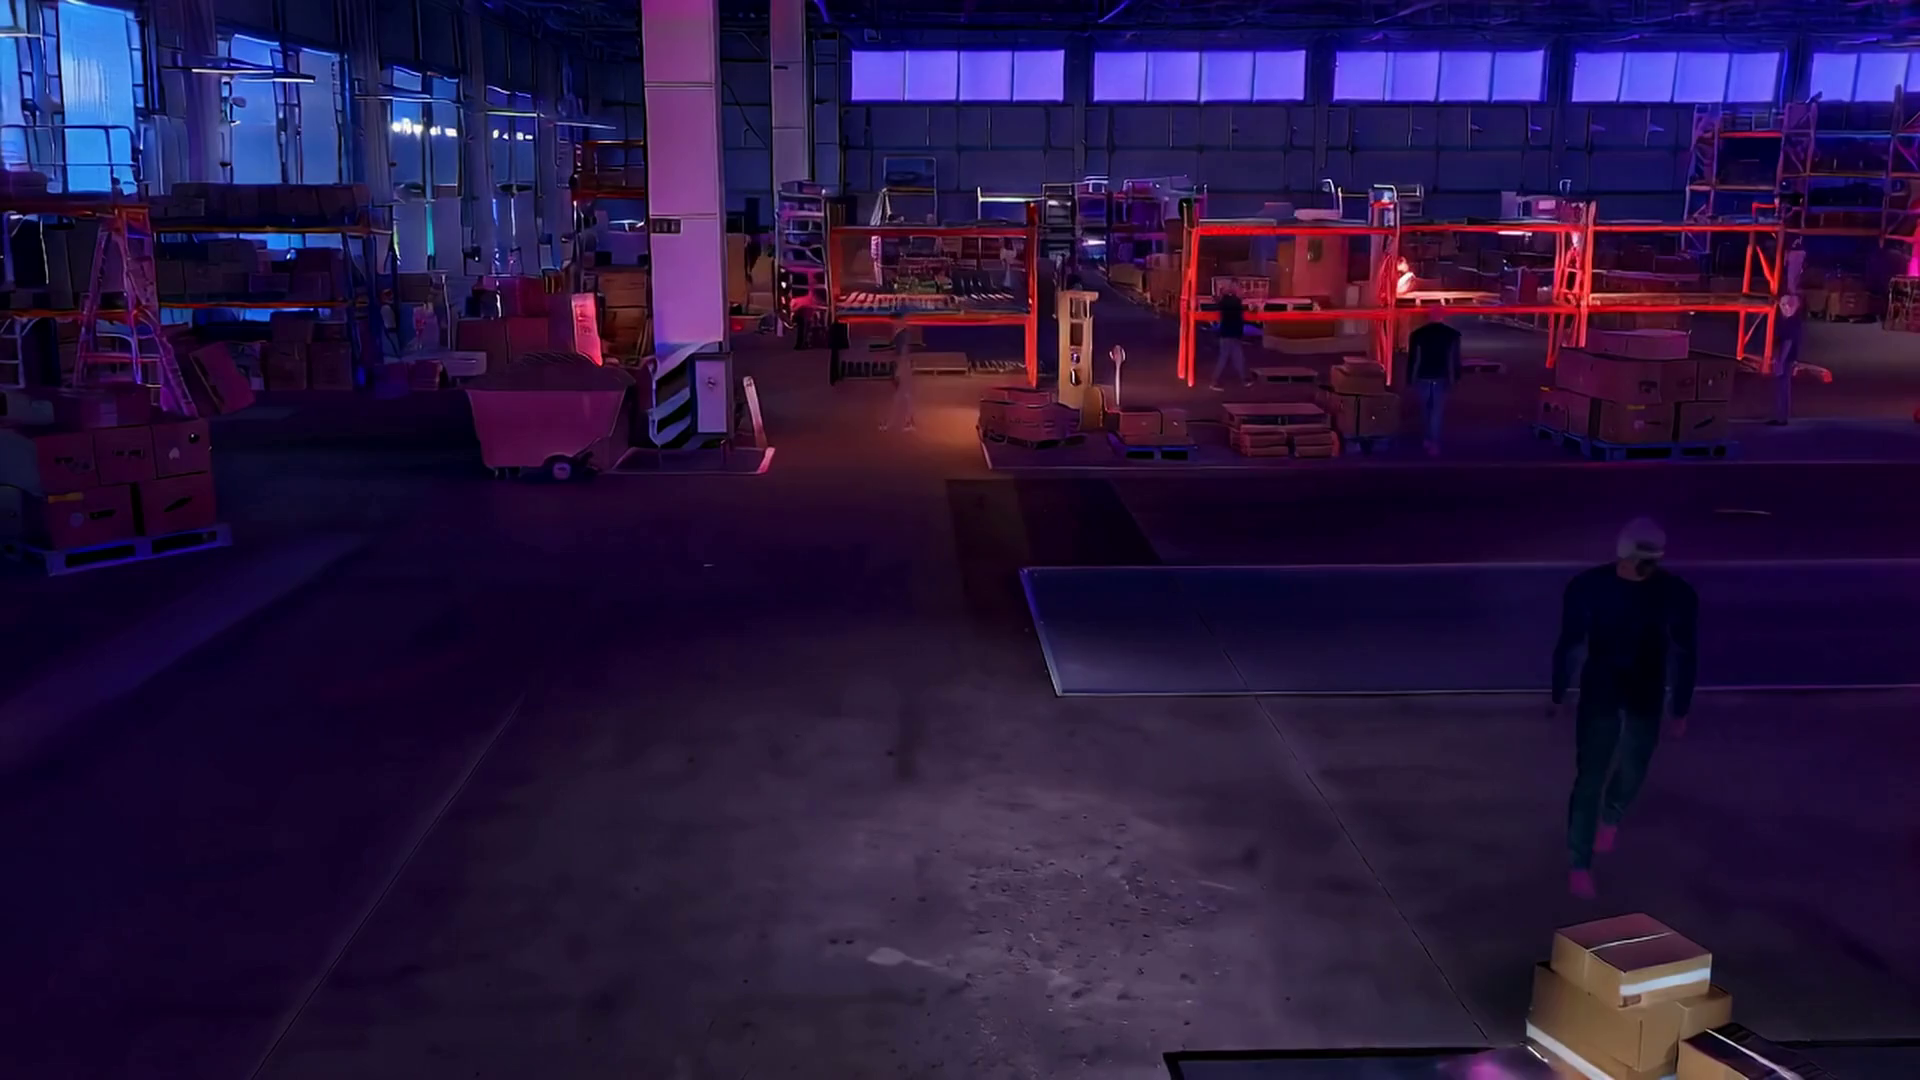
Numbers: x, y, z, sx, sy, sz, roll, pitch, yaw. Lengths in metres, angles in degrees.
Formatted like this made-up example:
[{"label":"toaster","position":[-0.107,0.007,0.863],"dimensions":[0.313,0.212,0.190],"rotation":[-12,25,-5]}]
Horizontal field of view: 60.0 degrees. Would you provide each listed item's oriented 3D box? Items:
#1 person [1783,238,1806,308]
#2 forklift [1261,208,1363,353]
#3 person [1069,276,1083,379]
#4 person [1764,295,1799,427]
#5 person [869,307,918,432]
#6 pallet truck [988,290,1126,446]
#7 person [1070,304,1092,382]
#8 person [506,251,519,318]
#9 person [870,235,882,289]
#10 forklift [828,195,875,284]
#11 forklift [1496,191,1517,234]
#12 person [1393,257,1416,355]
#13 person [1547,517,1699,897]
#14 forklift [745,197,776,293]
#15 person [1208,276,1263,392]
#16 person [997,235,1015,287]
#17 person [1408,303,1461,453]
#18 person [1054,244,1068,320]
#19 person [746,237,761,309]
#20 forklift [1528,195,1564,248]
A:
[{"label":"person","position":[21.796,-6.956,43.456],"dimensions":[0.386,1.856,0.557],"rotation":[-9,16,-37]},{"label":"forklift","position":[7.061,-5.210,33.243],"dimensions":[1.873,2.768,1.129],"rotation":[-9,15,-36]},{"label":"person","position":[1.968,-3.624,28.538],"dimensions":[0.432,1.815,0.761],"rotation":[1,13,4]},{"label":"person","position":[11.615,-2.509,23.421],"dimensions":[0.327,1.851,0.629],"rotation":[6,14,27]},{"label":"person","position":[-0.927,-2.331,22.908],"dimensions":[0.768,1.716,0.491],"rotation":[-3,13,-13]},{"label":"pallet truck","position":[1.257,-2.299,22.111],"dimensions":[1.885,1.965,0.823],"rotation":[-9,15,-35]},{"label":"person","position":[1.743,-2.575,24.063],"dimensions":[0.324,1.688,0.530],"rotation":[-2,13,-8]},{"label":"person","position":[-10.971,-6.246,40.771],"dimensions":[0.313,1.634,0.515],"rotation":[-8,15,-32]},{"label":"person","position":[-2.580,-8.672,51.162],"dimensions":[0.340,1.881,0.582],"rotation":[-5,13,-20]},{"label":"forklift","position":[-3.570,-9.521,52.710],"dimensions":[1.873,2.768,1.129],"rotation":[-7,14,-28]},{"label":"forklift","position":[20.629,-11.779,62.901],"dimensions":[1.873,2.768,1.129],"rotation":[0,12,-2]},{"label":"person","position":[8.688,-4.589,32.660],"dimensions":[0.396,1.911,0.581],"rotation":[-6,14,-25]},{"label":"person","position":[3.342,0.786,8.450],"dimensions":[0.685,1.898,0.919],"rotation":[3,13,13]},{"label":"forklift","position":[-6.030,-8.607,48.580],"dimensions":[1.873,2.768,1.129],"rotation":[0,12,-2]},{"label":"person","position":[4.516,-3.336,27.069],"dimensions":[0.999,1.867,0.647],"rotation":[0,12,-1]},{"label":"person","position":[1.481,-8.886,52.114],"dimensions":[0.562,1.895,1.002],"rotation":[6,14,25]},{"label":"person","position":[6.070,-2.077,21.342],"dimensions":[0.642,1.906,0.978],"rotation":[5,13,20]},{"label":"person","position":[2.452,-6.254,40.350],"dimensions":[0.341,1.839,0.501],"rotation":[4,13,18]},{"label":"person","position":[-5.733,-6.964,43.429],"dimensions":[0.952,1.899,0.548],"rotation":[-7,14,-27]},{"label":"forklift","position":[18.570,-9.558,52.874],"dimensions":[1.129,2.768,1.873],"rotation":[-1,13,-3]}]
